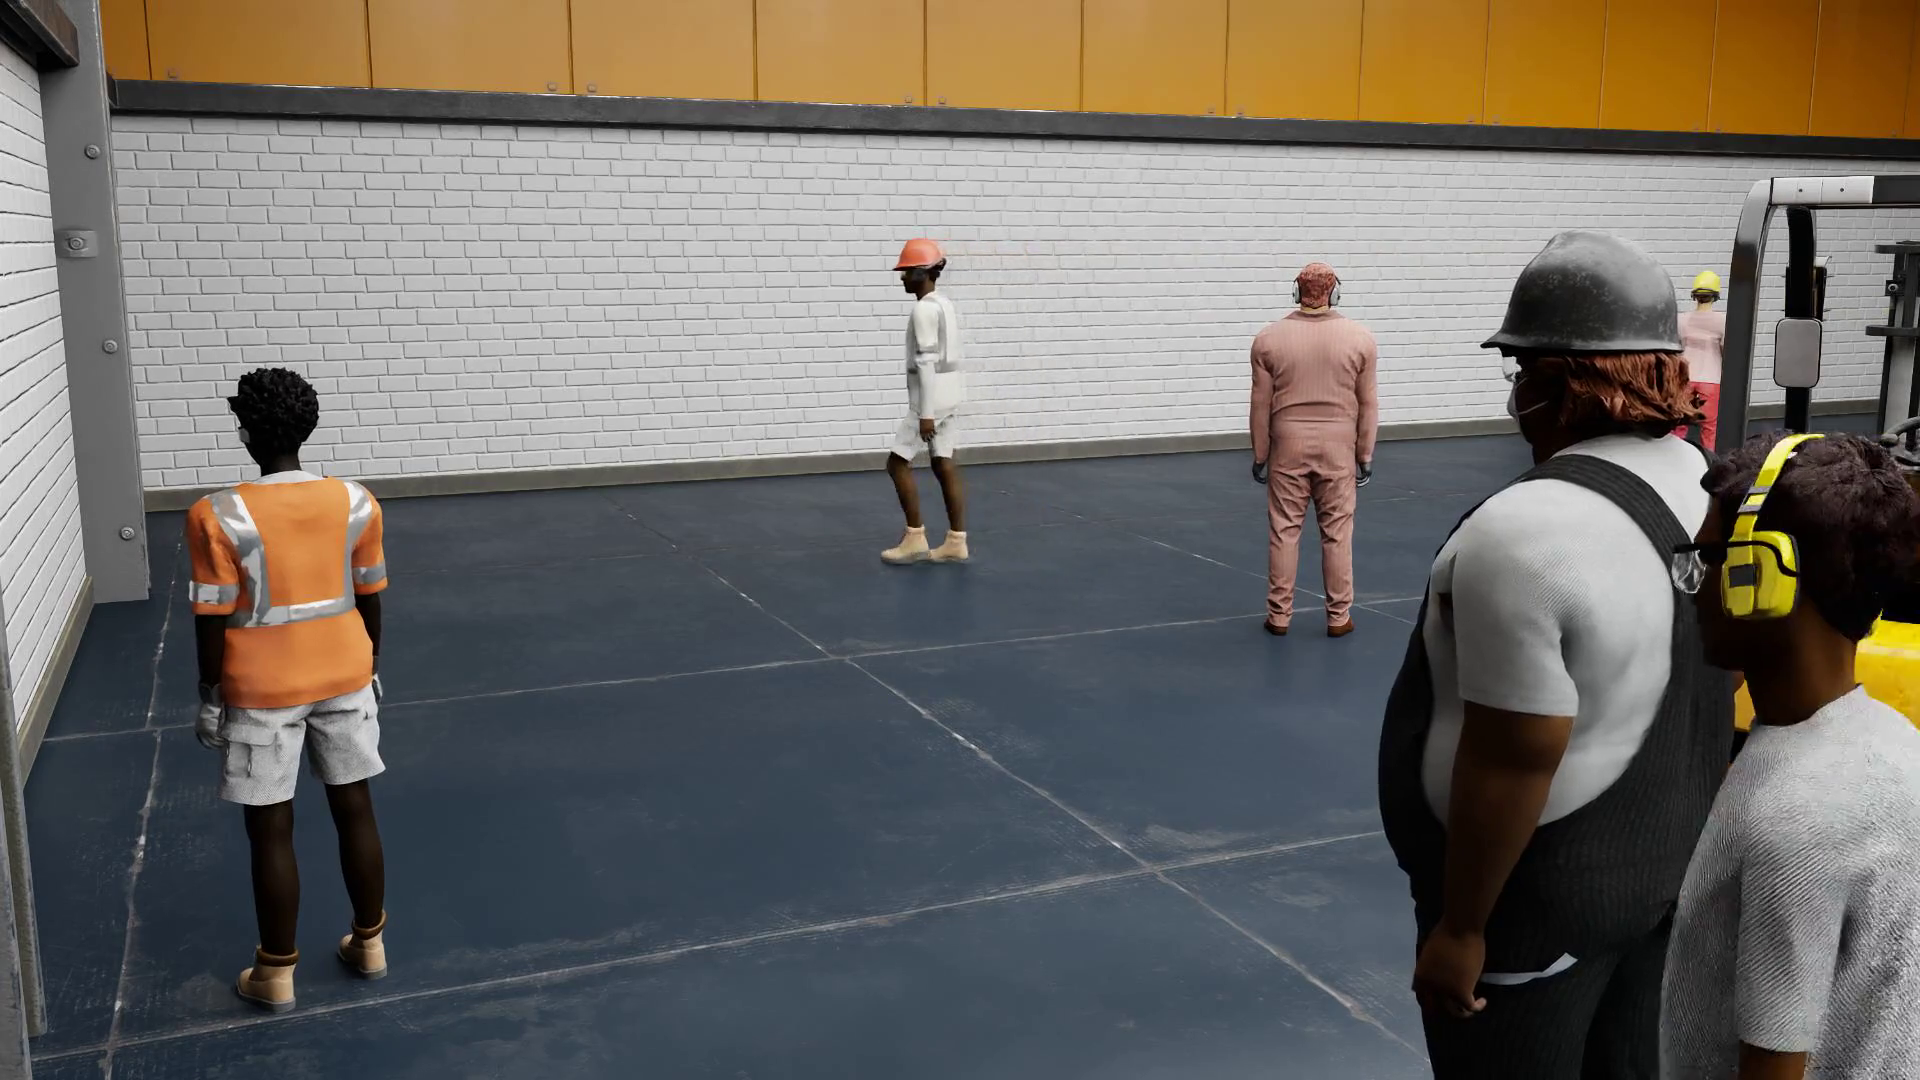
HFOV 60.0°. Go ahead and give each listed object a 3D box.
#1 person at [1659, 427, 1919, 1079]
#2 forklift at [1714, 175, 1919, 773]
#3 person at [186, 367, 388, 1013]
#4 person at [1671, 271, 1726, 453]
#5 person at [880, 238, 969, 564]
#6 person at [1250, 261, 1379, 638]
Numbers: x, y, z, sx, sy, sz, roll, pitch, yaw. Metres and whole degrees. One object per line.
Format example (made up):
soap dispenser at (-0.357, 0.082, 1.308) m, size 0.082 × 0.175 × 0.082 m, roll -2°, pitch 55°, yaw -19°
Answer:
person at (0.968, 0.798, 1.822) m, size 0.898 × 1.826 × 0.562 m, roll 6°, pitch 12°, yaw 31°
forklift at (2.810, 0.094, 4.662) m, size 1.214 × 2.155 × 2.313 m, roll 7°, pitch 12°, yaw 34°
person at (-1.760, 0.393, 4.413) m, size 0.319 × 1.688 × 0.535 m, roll 9°, pitch 13°, yaw 40°
person at (5.840, -1.230, 13.132) m, size 0.525 × 1.772 × 0.306 m, roll 9°, pitch 14°, yaw 40°
person at (-0.247, -0.843, 10.305) m, size 0.694 × 2.014 × 0.635 m, roll 2°, pitch 11°, yaw 13°
person at (1.788, -0.450, 8.451) m, size 0.642 × 1.909 × 0.410 m, roll 2°, pitch 10°, yaw 11°
